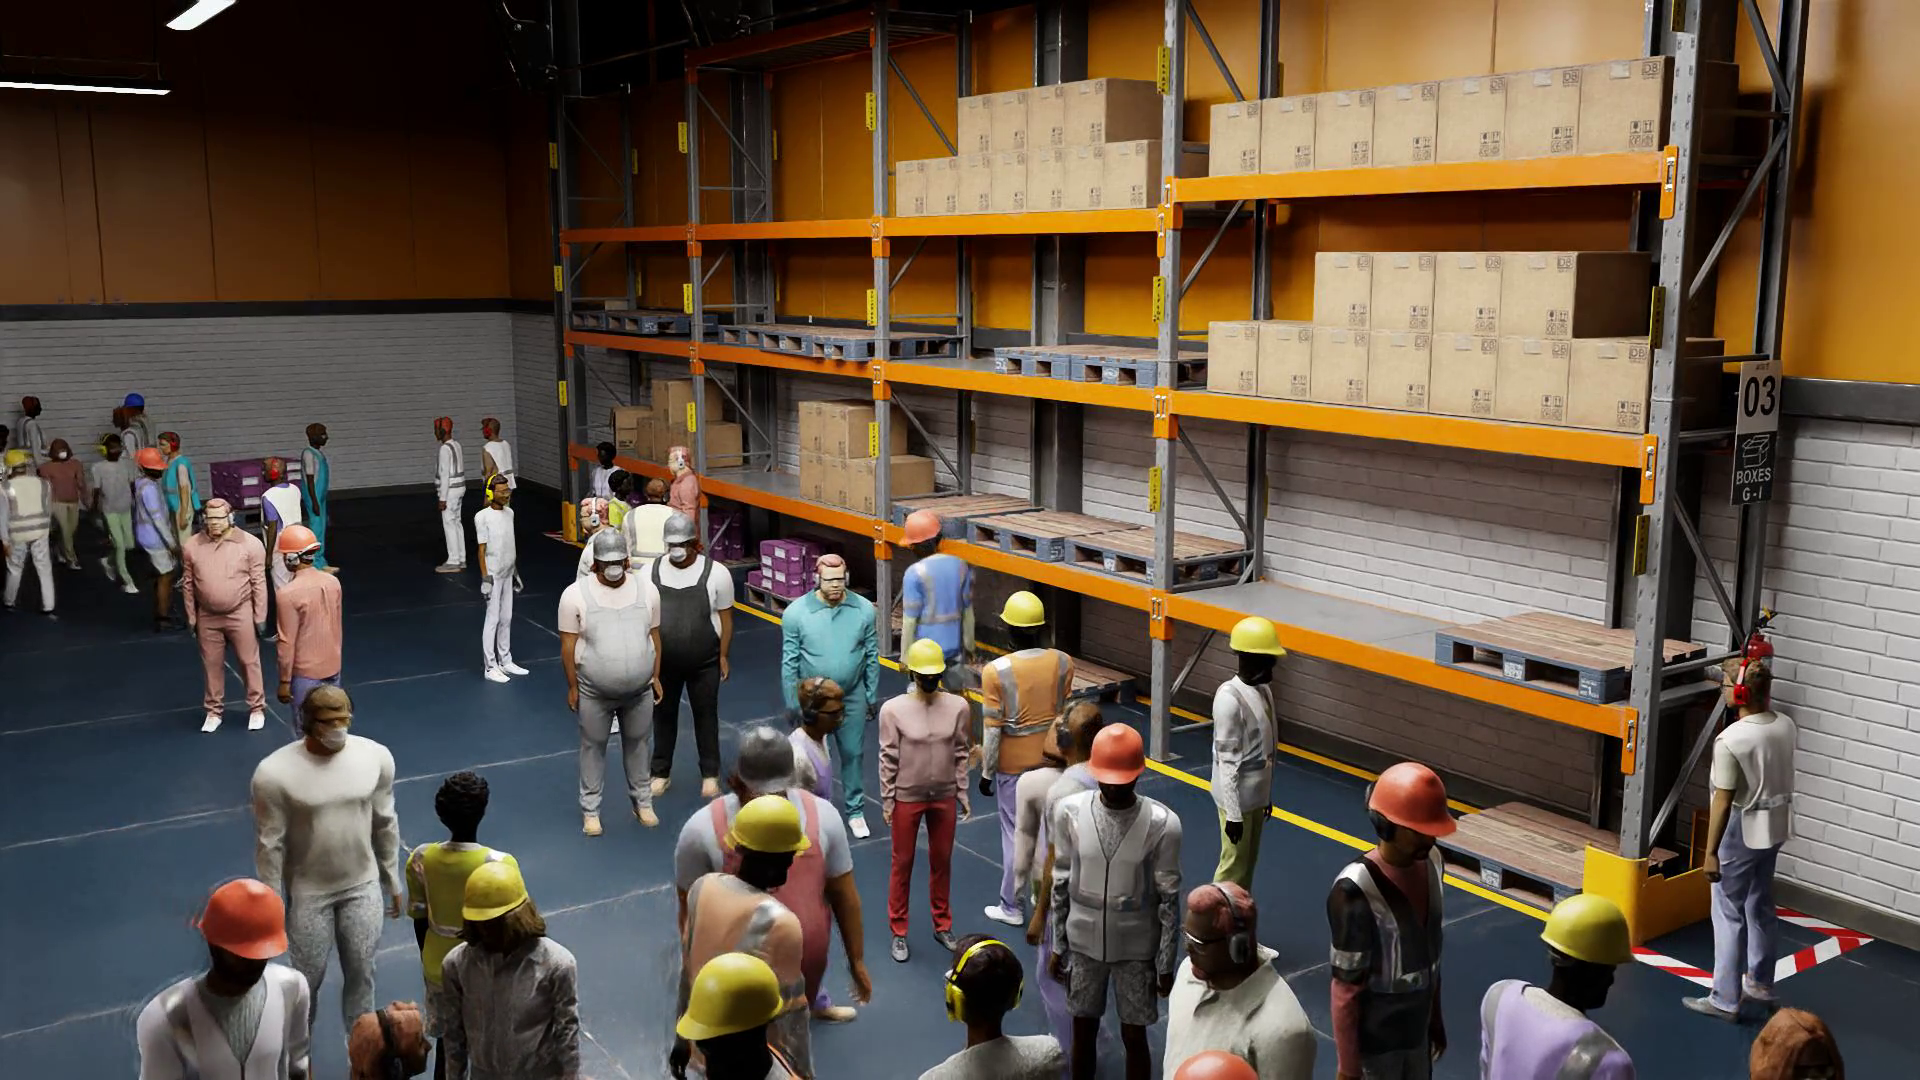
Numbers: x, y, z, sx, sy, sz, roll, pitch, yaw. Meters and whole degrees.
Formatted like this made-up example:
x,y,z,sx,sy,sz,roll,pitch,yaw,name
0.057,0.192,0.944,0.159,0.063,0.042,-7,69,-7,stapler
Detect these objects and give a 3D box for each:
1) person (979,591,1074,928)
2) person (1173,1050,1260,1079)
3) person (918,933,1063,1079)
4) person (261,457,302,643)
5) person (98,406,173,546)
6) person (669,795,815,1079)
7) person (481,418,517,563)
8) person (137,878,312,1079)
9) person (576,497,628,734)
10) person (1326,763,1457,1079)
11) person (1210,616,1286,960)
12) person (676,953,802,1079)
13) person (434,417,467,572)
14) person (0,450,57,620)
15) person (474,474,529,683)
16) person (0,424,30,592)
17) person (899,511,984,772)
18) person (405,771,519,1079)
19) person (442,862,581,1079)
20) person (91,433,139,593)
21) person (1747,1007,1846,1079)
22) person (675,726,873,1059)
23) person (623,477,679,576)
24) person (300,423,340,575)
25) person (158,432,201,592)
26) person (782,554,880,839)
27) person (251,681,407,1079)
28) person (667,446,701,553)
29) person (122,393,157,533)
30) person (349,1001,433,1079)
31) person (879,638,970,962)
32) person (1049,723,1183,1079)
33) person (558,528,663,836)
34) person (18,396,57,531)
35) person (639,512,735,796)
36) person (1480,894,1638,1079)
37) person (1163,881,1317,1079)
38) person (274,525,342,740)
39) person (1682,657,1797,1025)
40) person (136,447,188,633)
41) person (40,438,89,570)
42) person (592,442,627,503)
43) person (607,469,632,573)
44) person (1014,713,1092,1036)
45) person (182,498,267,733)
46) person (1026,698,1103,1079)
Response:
x,y,z,sx,sy,sz,roll,pitch,yaw,name
0.368,1.240,9.462,0.588,1.930,0.357,-6,11,-31,person
0.579,2.154,3.911,0.612,1.995,0.378,1,10,7,person
0.067,2.051,4.883,0.513,1.872,0.328,-7,12,-35,person
-6.686,0.094,16.438,0.380,1.844,0.570,1,10,6,person
-10.922,-0.859,22.036,0.947,1.853,0.560,-3,10,-18,person
-0.783,1.845,6.104,1.026,1.862,0.612,-9,13,-41,person
-5.671,-0.585,20.464,0.386,1.838,0.566,2,10,11,person
-2.375,1.963,5.345,0.574,1.907,0.847,-9,13,-42,person
-2.872,0.600,13.316,0.399,1.900,0.644,0,10,3,person
1.579,1.779,6.030,0.612,2.029,0.407,-9,13,-43,person
1.521,1.351,8.817,0.360,1.929,0.587,5,11,25,person
-0.585,2.065,4.672,0.393,1.919,0.582,-5,11,-26,person
-6.190,-0.554,20.162,0.369,1.879,0.584,0,10,-2,person
-9.894,-0.067,17.567,0.972,1.772,0.602,8,12,38,person
-4.130,0.336,14.963,0.329,1.867,0.507,4,10,20,person
-10.820,-0.343,18.778,0.642,1.920,0.667,-1,10,-5,person
-0.103,0.765,12.077,0.394,2.004,0.874,9,14,44,person
-2.025,1.790,6.912,0.536,1.700,0.318,3,10,15,person
-1.575,1.954,5.863,0.488,1.735,0.361,1,10,5,person
-9.619,-0.319,18.916,0.691,1.839,0.542,7,12,34,person
2.452,2.175,4.902,0.536,1.602,0.731,-1,10,-6,person
-0.743,1.659,6.677,0.704,2.000,1.040,-5,11,-25,person
-2.707,0.351,14.989,0.618,1.836,0.432,2,10,11,person
-7.652,-0.475,19.821,0.352,1.841,0.507,-1,10,-7,person
-8.872,-0.327,18.953,0.389,1.836,0.561,-8,12,-39,person
-0.829,1.025,10.831,0.650,1.899,0.399,-3,10,-15,person
-2.837,1.573,7.510,0.639,1.939,0.445,-8,12,-38,person
-2.815,-0.005,16.841,0.410,1.909,0.643,-2,10,-11,person
-11.262,-1.054,22.919,0.408,1.942,0.609,-1,10,-3,person
-1.651,2.157,4.922,0.308,1.645,0.514,-5,11,-28,person
-0.186,1.397,9.027,0.524,1.769,0.308,-4,10,-21,person
0.635,1.683,6.891,0.550,1.925,0.389,3,10,18,person
-2.269,0.925,10.990,0.686,2.000,0.538,-5,11,-26,person
-12.857,-1.059,23.088,0.337,1.883,0.584,-9,13,-42,person
-1.937,0.806,11.689,0.683,2.000,0.536,0,10,2,person
1.819,1.997,5.078,0.399,1.914,0.591,-4,11,-23,person
0.820,1.983,5.220,0.399,1.897,0.652,-4,10,-23,person
-4.466,0.883,11.412,0.407,1.986,0.614,2,10,14,person
3.910,1.495,8.257,0.563,1.836,0.387,-6,11,-31,person
-8.072,-0.007,16.857,0.470,1.904,0.644,-5,11,-25,person
-10.994,-0.458,20.392,0.757,1.610,0.511,7,12,36,person
-4.031,-0.297,19.204,0.537,1.689,0.321,5,11,29,person
-3.383,0.139,16.616,0.319,1.696,0.532,0,10,0,person
0.517,1.646,8.067,0.530,1.598,0.747,2,10,9,person
-5.874,0.606,13.300,0.639,1.899,0.397,-1,10,-7,person
0.498,1.617,7.548,0.377,1.846,0.522,6,12,33,person
